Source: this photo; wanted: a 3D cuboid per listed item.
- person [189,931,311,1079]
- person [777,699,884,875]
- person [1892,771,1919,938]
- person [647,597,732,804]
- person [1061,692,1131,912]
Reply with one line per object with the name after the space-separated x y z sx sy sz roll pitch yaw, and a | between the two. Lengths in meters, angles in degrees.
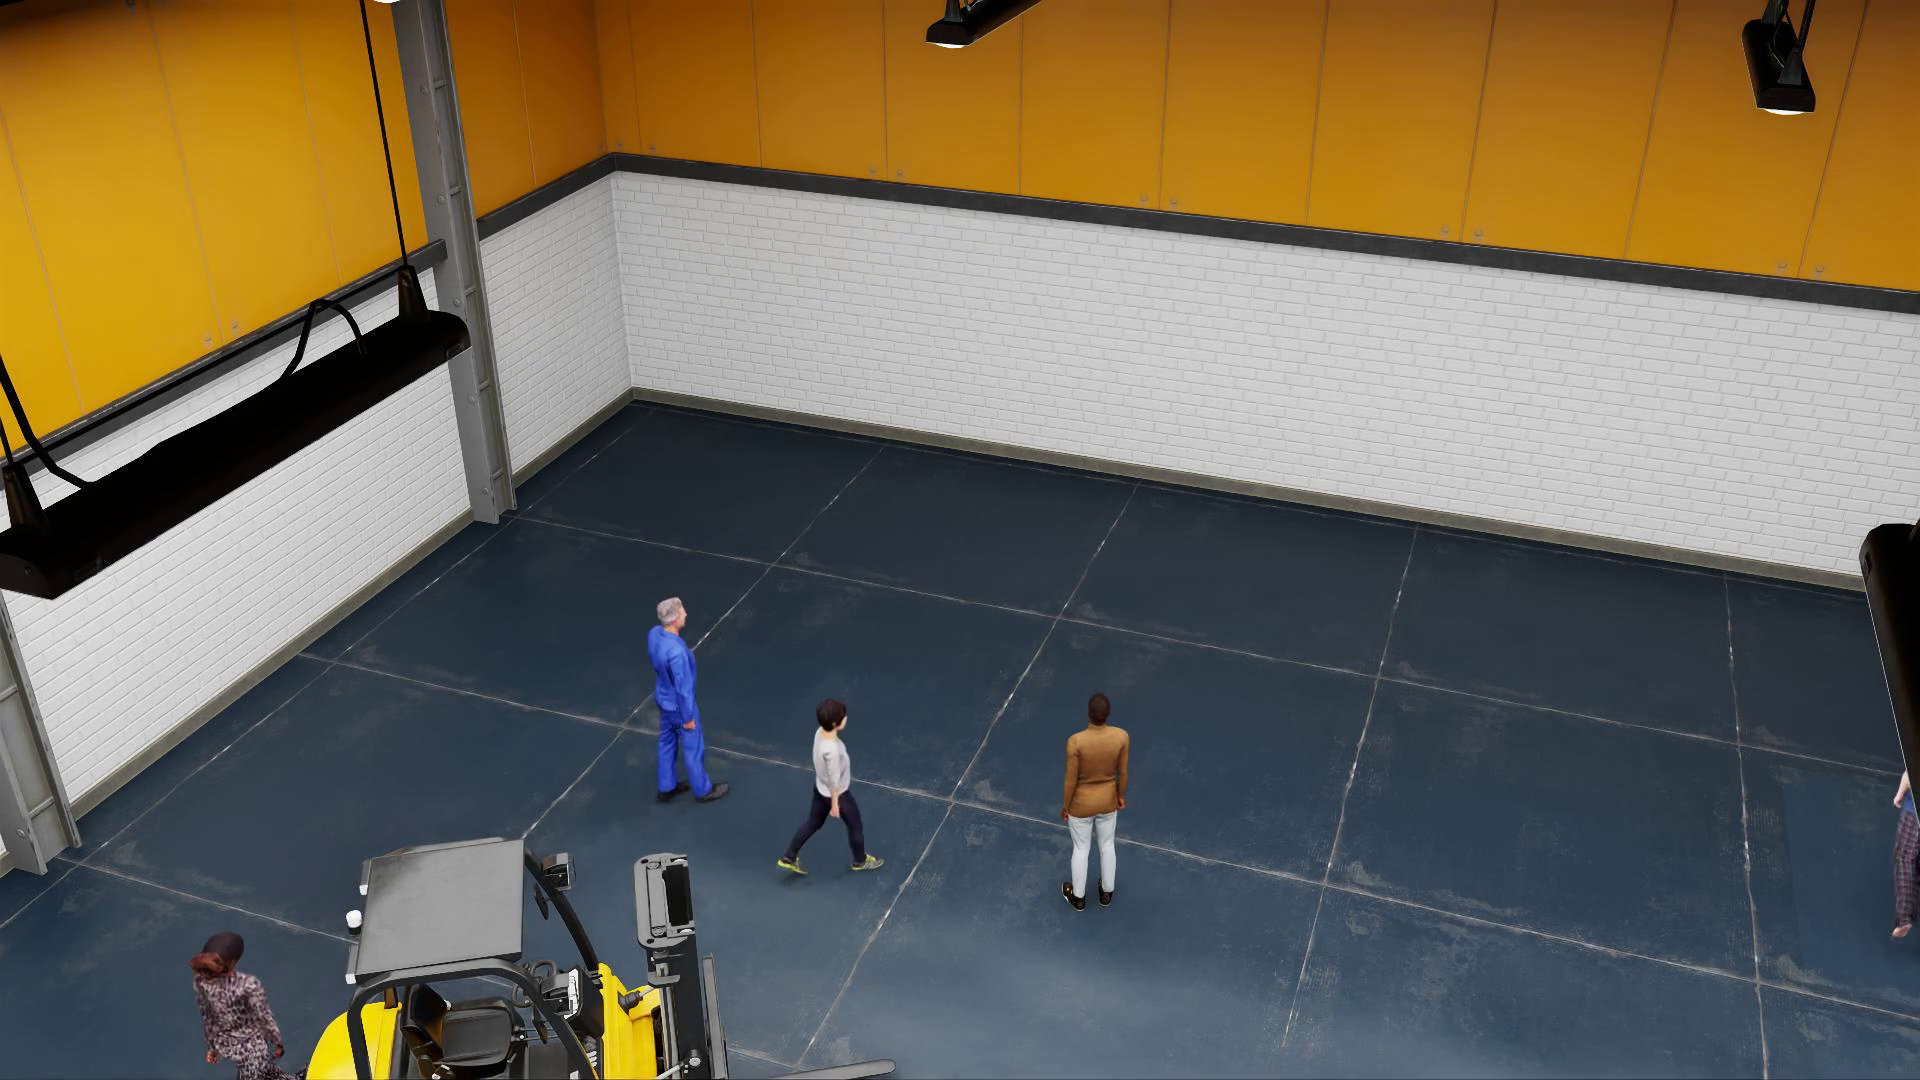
-4.266 3.077 9.823 0.680 1.655 1.168 5 29 10 | person
-1.020 1.850 12.211 1.029 1.522 1.010 -11 30 -19 | person
6.832 1.966 11.672 0.654 1.834 1.100 9 30 17 | person
-2.251 1.272 12.950 0.980 1.830 0.932 -17 33 -28 | person
0.960 1.865 11.876 0.717 1.817 0.731 -6 29 -12 | person
